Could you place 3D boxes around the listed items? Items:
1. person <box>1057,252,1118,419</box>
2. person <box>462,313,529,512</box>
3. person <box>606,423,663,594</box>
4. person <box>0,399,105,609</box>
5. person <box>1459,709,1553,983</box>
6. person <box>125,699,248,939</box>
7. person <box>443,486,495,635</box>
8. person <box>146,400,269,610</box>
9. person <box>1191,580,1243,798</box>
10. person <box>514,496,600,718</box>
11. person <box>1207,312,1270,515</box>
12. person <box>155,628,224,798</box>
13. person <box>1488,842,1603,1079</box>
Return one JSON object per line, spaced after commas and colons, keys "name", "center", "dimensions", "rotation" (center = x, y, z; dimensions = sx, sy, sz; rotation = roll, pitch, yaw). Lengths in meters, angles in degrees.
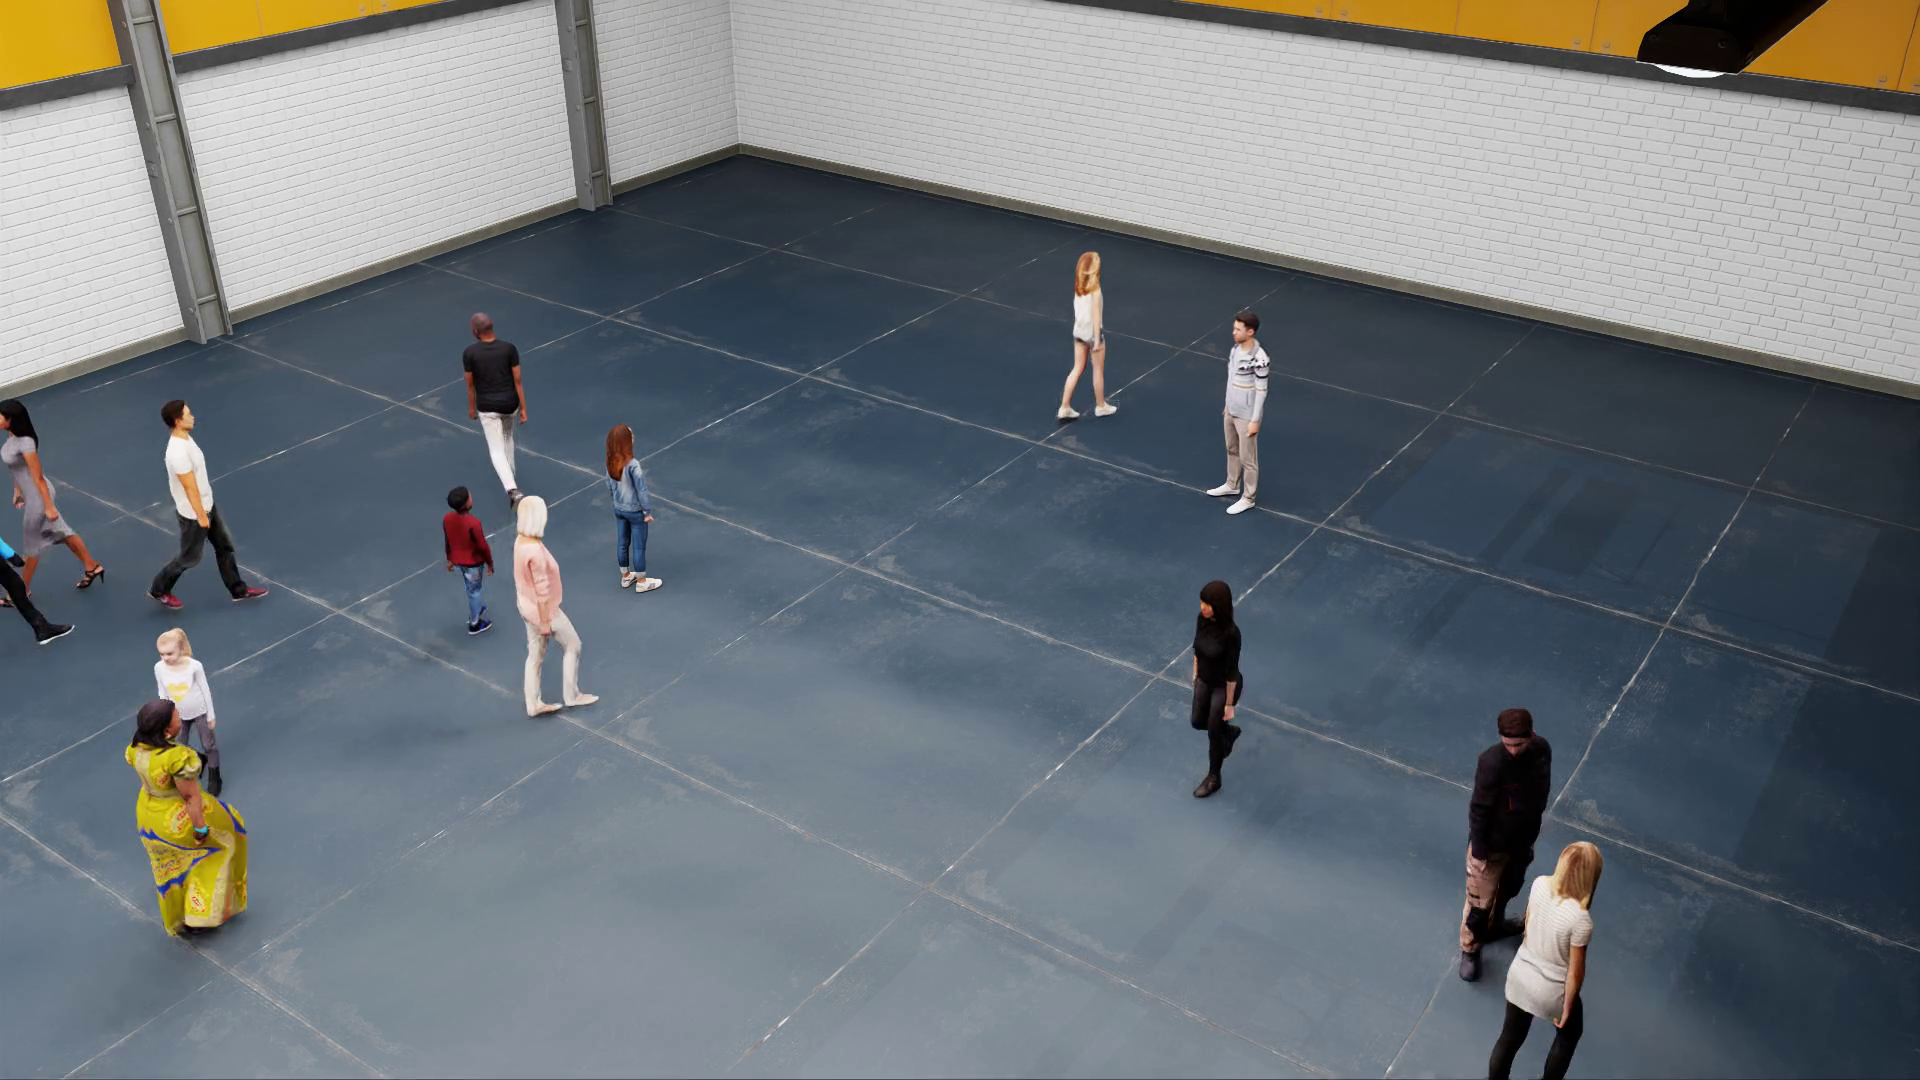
{"name": "person", "center": [1.201, -1.999, 16.516], "dimensions": [0.985, 1.742, 0.805], "rotation": [-17, 33, -28]}
{"name": "person", "center": [-4.130, -1.126, 14.894], "dimensions": [1.259, 1.762, 1.076], "rotation": [-15, 32, -25]}
{"name": "person", "center": [-2.710, -0.267, 13.619], "dimensions": [0.571, 1.476, 0.487], "rotation": [19, 34, 31]}
{"name": "person", "center": [-7.333, -0.325, 13.443], "dimensions": [1.125, 1.747, 0.851], "rotation": [-19, 34, -31]}
{"name": "person", "center": [3.153, 1.686, 9.604], "dimensions": [0.834, 1.891, 1.043], "rotation": [-21, 35, -33]}
{"name": "person", "center": [-4.674, 1.706, 9.823], "dimensions": [0.824, 1.647, 0.890], "rotation": [10, 30, 18]}
{"name": "person", "center": [-3.897, 0.180, 13.041], "dimensions": [0.576, 1.245, 0.632], "rotation": [12, 31, 21]}
{"name": "person", "center": [-6.187, -0.226, 13.237], "dimensions": [1.210, 1.769, 1.118], "rotation": [-6, 29, -10]}
{"name": "person", "center": [1.790, 0.957, 11.221], "dimensions": [0.868, 1.623, 0.739], "rotation": [-23, 36, -35]}
{"name": "person", "center": [-3.100, 0.524, 11.940], "dimensions": [0.859, 1.694, 0.773], "rotation": [-16, 32, -27]}
{"name": "person", "center": [2.538, -1.164, 14.861], "dimensions": [0.763, 1.860, 0.760], "rotation": [-11, 30, -19]}
{"name": "person", "center": [-5.188, 1.127, 11.279], "dimensions": [0.621, 1.270, 0.680], "rotation": [-4, 29, -7]}
{"name": "person", "center": [2.915, 2.323, 8.523], "dimensions": [0.852, 1.808, 0.776], "rotation": [-17, 33, -29]}
